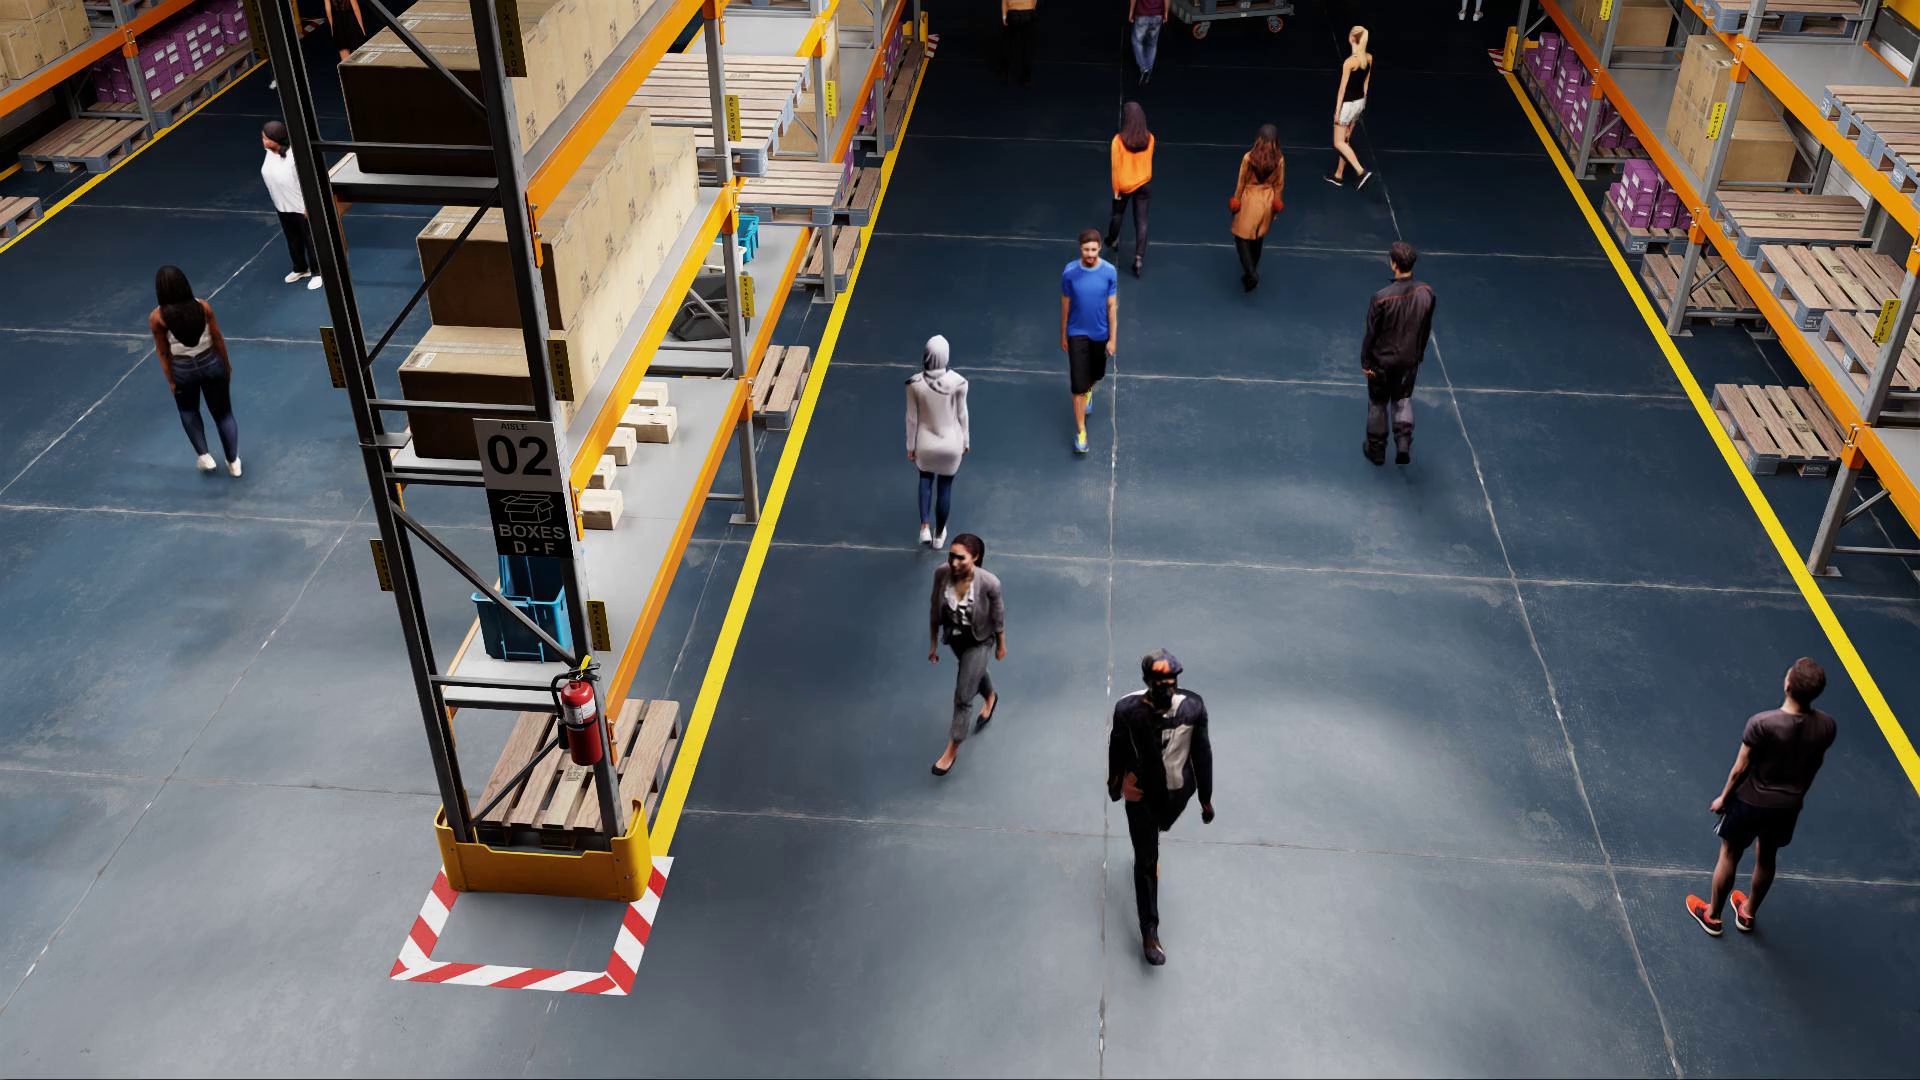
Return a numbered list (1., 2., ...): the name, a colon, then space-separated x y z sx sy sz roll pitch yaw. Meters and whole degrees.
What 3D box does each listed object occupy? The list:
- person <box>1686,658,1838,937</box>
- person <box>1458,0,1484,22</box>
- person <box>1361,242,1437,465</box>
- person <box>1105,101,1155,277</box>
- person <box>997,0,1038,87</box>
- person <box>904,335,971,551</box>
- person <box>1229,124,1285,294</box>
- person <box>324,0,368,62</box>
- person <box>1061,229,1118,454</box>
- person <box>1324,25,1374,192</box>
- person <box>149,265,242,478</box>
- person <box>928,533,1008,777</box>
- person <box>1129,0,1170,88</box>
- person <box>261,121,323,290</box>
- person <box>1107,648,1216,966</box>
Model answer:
1. person: 4.385 1.414 9.057 0.670 1.853 0.588 -2 34 -3
2. person: 7.444 -8.369 23.868 0.656 1.750 0.631 11 35 17
3. person: 3.496 -1.411 13.247 0.821 1.920 0.924 -5 34 -7
4. person: 1.745 -3.453 16.503 0.848 1.717 1.101 -7 34 -11
5. person: 0.788 -6.727 21.417 0.853 1.729 1.029 -7 34 -11
6. person: -0.169 -0.654 12.248 0.618 1.765 0.697 4 34 5
7. person: 2.875 -3.156 16.060 0.807 1.711 0.965 -4 34 -6
8. person: -7.631 -6.318 20.706 0.589 1.834 0.539 0 34 0
9. person: 1.070 -1.733 13.811 0.680 1.831 1.227 0 34 0
10. person: 4.367 -4.747 18.349 0.955 1.827 1.060 -20 39 -27
11. person: -6.007 -1.284 13.164 0.767 1.799 0.793 -15 36 -21
12. person: 0.100 0.622 10.464 0.949 1.615 1.202 18 38 25
13. person: 2.435 -6.739 21.335 0.790 1.838 1.041 -3 34 -5
14. person: -6.549 -3.308 16.313 0.756 1.685 0.773 21 39 28
15. person: 1.079 1.317 9.204 0.900 1.851 1.297 -5 34 -7
